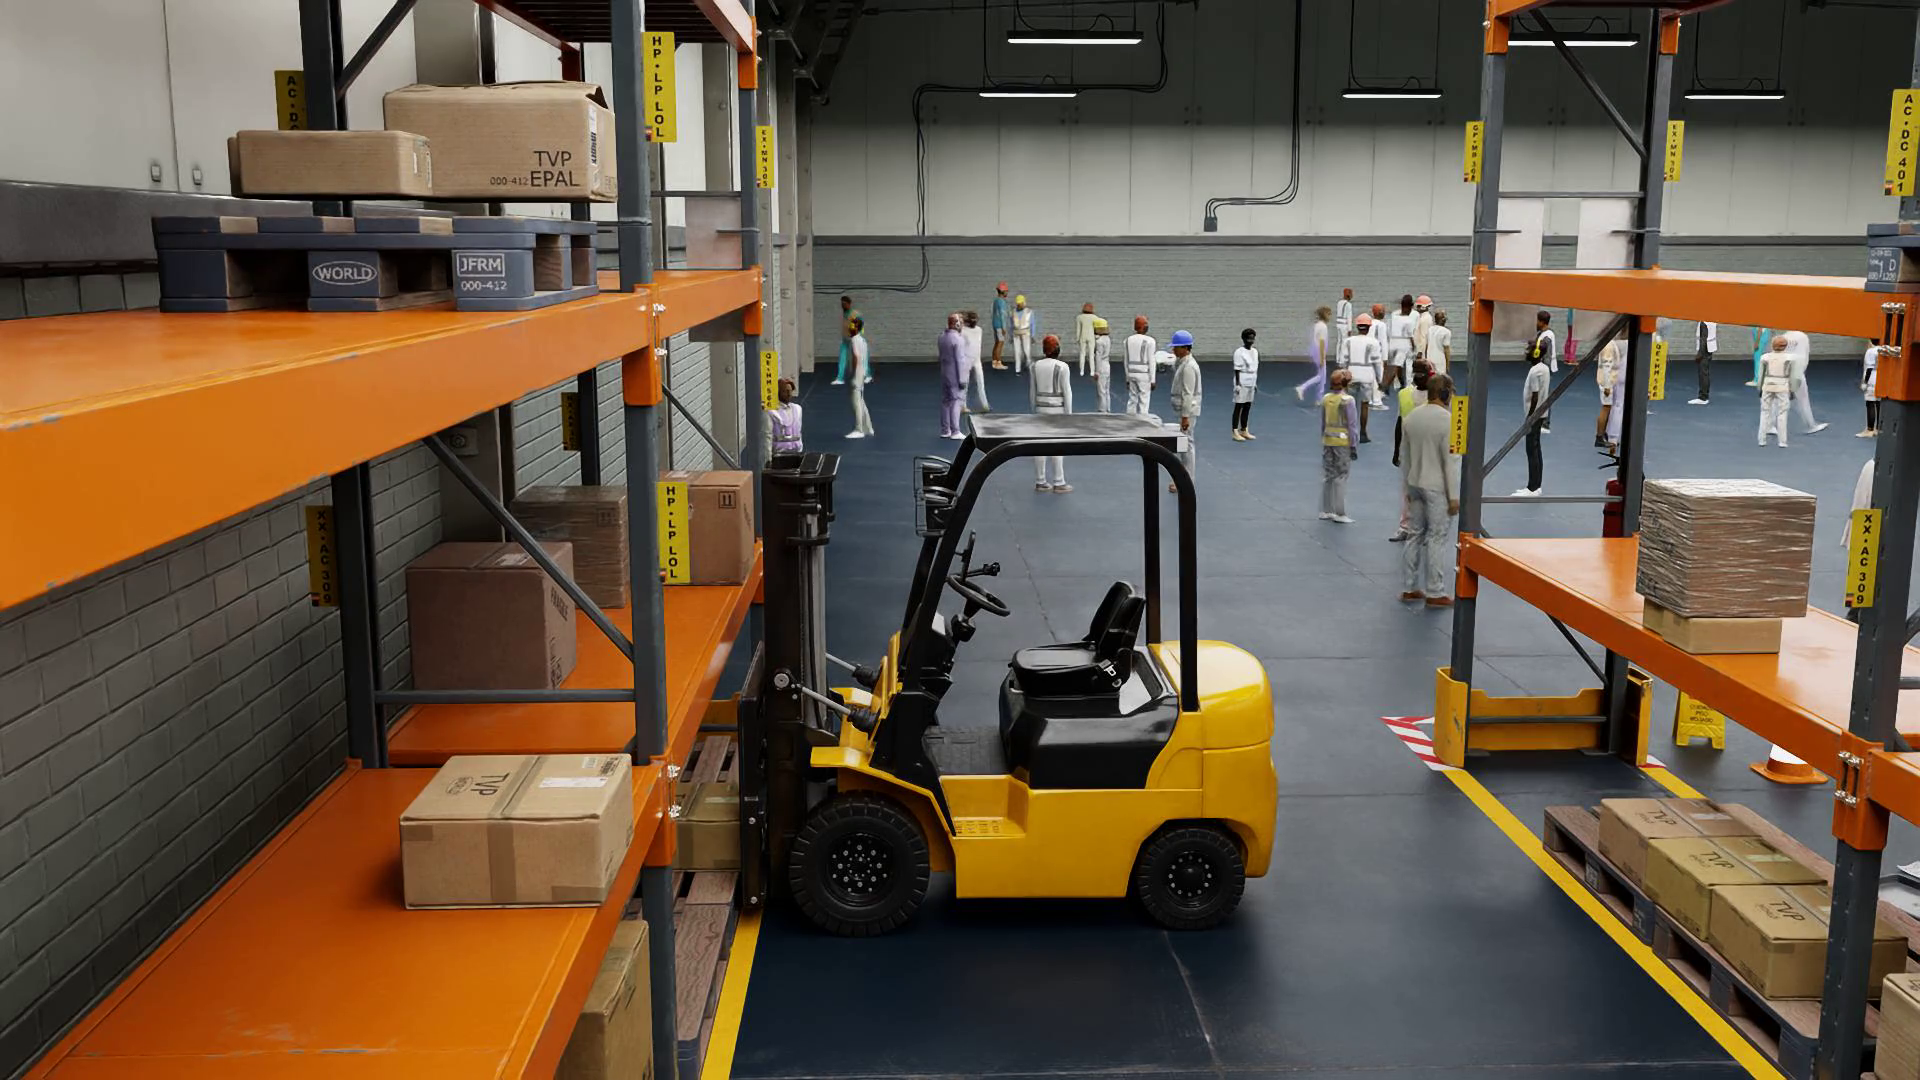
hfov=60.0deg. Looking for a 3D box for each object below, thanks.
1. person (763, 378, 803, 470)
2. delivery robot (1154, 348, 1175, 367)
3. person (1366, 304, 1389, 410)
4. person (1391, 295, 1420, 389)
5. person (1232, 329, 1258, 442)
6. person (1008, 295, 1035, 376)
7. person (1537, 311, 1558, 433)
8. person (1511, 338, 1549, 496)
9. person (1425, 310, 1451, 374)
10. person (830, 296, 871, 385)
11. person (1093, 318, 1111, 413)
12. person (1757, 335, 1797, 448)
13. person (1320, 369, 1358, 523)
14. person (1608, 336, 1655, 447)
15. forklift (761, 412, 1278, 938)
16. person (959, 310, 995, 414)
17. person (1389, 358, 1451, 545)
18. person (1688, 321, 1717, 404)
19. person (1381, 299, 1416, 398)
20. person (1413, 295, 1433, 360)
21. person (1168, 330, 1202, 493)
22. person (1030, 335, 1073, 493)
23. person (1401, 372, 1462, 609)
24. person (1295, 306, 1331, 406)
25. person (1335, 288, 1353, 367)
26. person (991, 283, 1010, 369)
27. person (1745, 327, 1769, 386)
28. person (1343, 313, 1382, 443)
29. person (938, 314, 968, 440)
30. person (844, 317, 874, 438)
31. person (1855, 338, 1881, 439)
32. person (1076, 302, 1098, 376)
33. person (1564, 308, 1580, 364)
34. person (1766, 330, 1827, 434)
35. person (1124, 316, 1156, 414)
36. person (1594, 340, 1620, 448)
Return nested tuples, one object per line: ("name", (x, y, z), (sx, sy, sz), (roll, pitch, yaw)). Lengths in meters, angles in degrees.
("person", (-1.759, -0.800, 16.633), (0.309, 1.639, 0.523), (8, 13, 38))
("delivery robot", (4.587, -4.140, 38.000), (0.707, 0.478, 0.477), (-9, 13, -40))
("person", (7.428, -3.256, 29.644), (0.355, 1.882, 0.575), (-4, 11, -22))
("person", (9.017, -4.008, 33.729), (0.598, 1.917, 0.375), (6, 12, 31))
("person", (4.297, -2.332, 25.019), (0.320, 1.691, 0.537), (10, 14, 43))
("person", (1.360, -4.553, 37.042), (0.616, 1.816, 0.432), (2, 10, 12))
("person", (9.140, -2.624, 26.030), (0.398, 1.916, 0.590), (2, 10, 13))
("person", (6.700, -1.428, 19.476), (0.324, 1.876, 0.526), (6, 12, 30))
("person", (8.099, -2.981, 28.242), (0.338, 1.838, 0.506), (-7, 12, -34))
("person", (-2.282, -4.214, 35.064), (0.592, 1.887, 0.906), (9, 14, 43))
("person", (2.322, -2.782, 27.417), (0.317, 1.736, 0.485), (4, 11, 22))
("person", (11.893, -2.160, 24.250), (0.519, 1.633, 0.313), (8, 13, 39))
("person", (4.050, -0.996, 17.779), (0.365, 1.639, 0.537), (-6, 12, -29))
("person", (9.734, -2.374, 24.288), (0.681, 2.000, 0.536), (2, 10, 10))
("forklift", (0.291, 0.548, 7.580), (2.313, 2.155, 1.214), (0, 10, -2))
("person", (0.250, -3.052, 28.717), (0.522, 1.803, 0.869), (-7, 12, -33))
("person", (4.571, -0.878, 16.491), (0.569, 1.844, 0.378), (9, 14, 42))
("person", (13.761, -3.470, 30.734), (0.391, 1.919, 0.590), (7, 12, 35))
("person", (8.439, -3.676, 31.938), (1.025, 1.905, 0.618), (-7, 12, -35))
("person", (8.570, -3.526, 30.828), (0.375, 1.995, 0.611), (4, 11, 19))
("person", (2.676, -1.528, 19.868), (0.415, 1.940, 0.611), (1, 10, 6))
("person", (1.097, -1.501, 19.864), (0.576, 1.884, 0.355), (8, 13, 37))
("person", (3.866, -0.408, 13.618), (0.358, 1.938, 0.634), (-4, 11, -23))
("person", (6.454, -3.327, 30.206), (0.626, 1.823, 0.546), (0, 10, 1))
("person", (9.206, -5.078, 39.812), (0.360, 1.878, 0.587), (-3, 10, -14))
("person", (0.971, -5.021, 39.074), (0.417, 2.033, 0.604), (-3, 10, -14))
("person", (16.597, -4.113, 34.560), (0.359, 1.835, 0.512), (6, 12, 30))
("person", (5.978, -2.396, 24.730), (0.561, 1.929, 0.392), (8, 13, 39))
("person", (-0.080, -2.471, 25.219), (0.399, 1.902, 0.640), (-5, 11, -27))
("person", (-1.538, -2.476, 25.453), (0.402, 1.838, 0.592), (2, 10, 9))
("person", (13.928, -2.387, 25.320), (0.532, 1.696, 0.318), (-6, 12, -30))
("person", (2.854, -4.497, 37.245), (0.507, 1.631, 0.266), (3, 11, 16))
("person", (15.051, -5.275, 40.617), (0.405, 1.987, 0.618), (0, 10, -1))
("person", (12.976, -2.538, 25.767), (0.986, 1.835, 0.704), (-1, 10, -6))
("person", (2.714, -2.432, 25.081), (0.349, 1.878, 0.571), (-9, 14, -41))
("person", (9.479, -2.299, 24.211), (0.388, 1.924, 0.549), (5, 11, 27))
